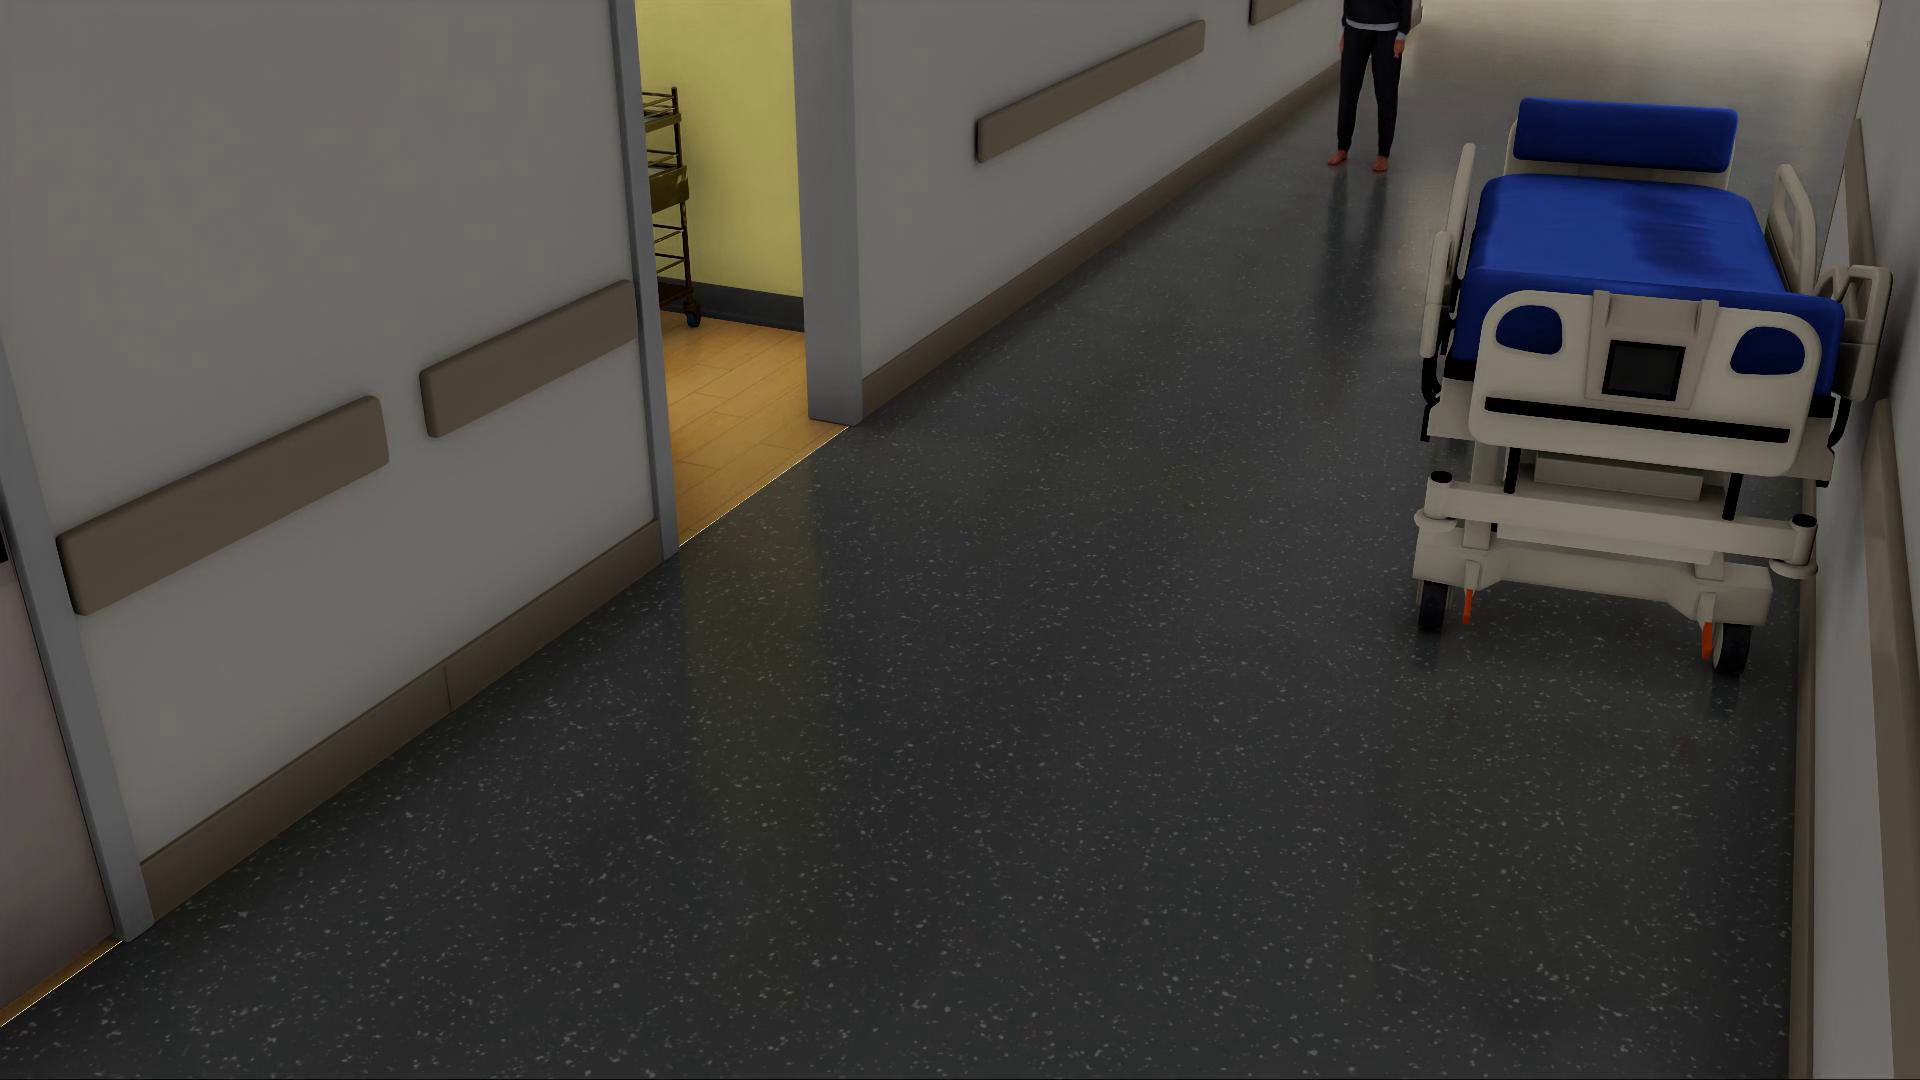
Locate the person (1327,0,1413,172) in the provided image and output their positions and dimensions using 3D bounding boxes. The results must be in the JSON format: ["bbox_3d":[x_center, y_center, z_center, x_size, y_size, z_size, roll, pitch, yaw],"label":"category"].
[{"bbox_3d":[2.596,-3.213,10.413,0.511,1.724,0.694,16,30,30],"label":"person"}]
